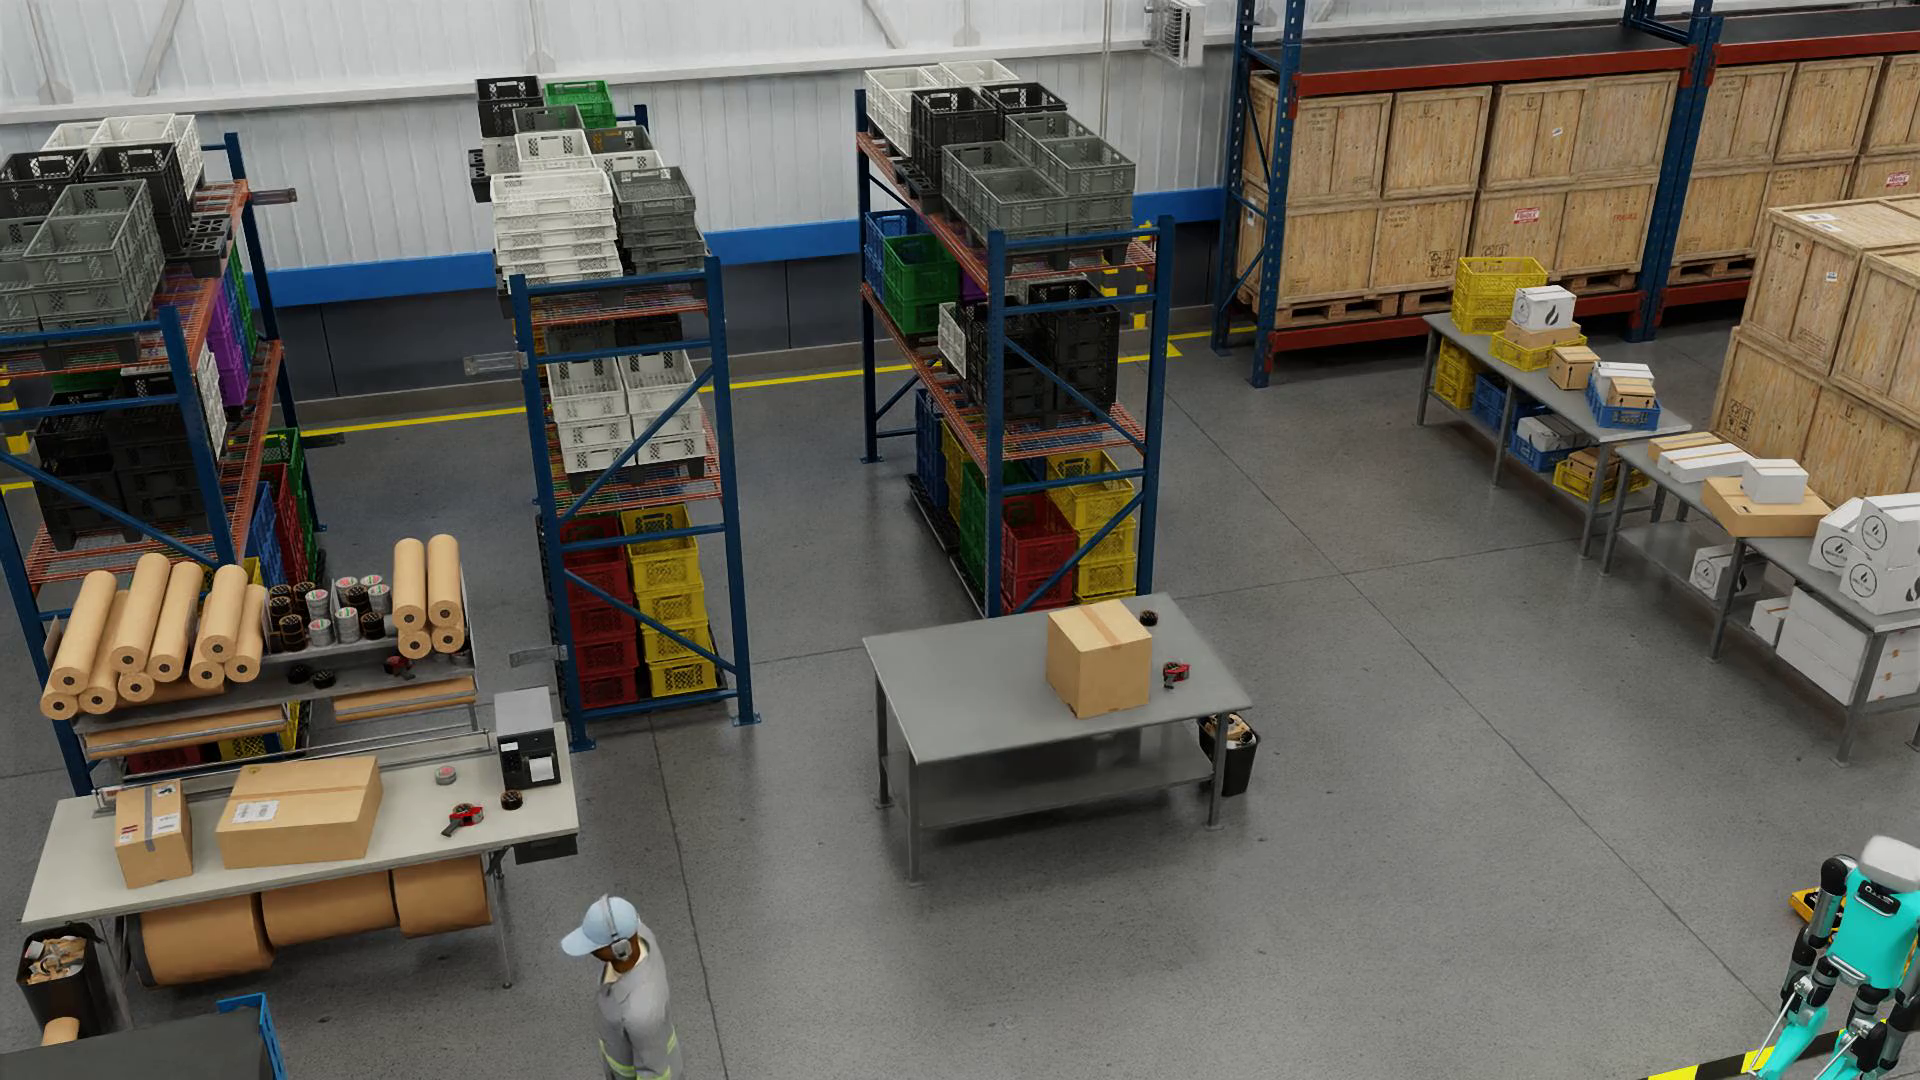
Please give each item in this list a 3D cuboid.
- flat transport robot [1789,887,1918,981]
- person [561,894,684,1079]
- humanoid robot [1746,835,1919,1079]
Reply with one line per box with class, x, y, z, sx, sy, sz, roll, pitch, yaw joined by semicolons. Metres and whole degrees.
flat transport robot;5.163;1.916;8.676;1.431;0.231;0.659;-8;30;-14
person;-1.302;2.139;6.629;0.393;1.850;0.587;-9;30;-15
humanoid robot;3.504;2.017;6.828;0.735;1.677;0.533;-16;33;-27
